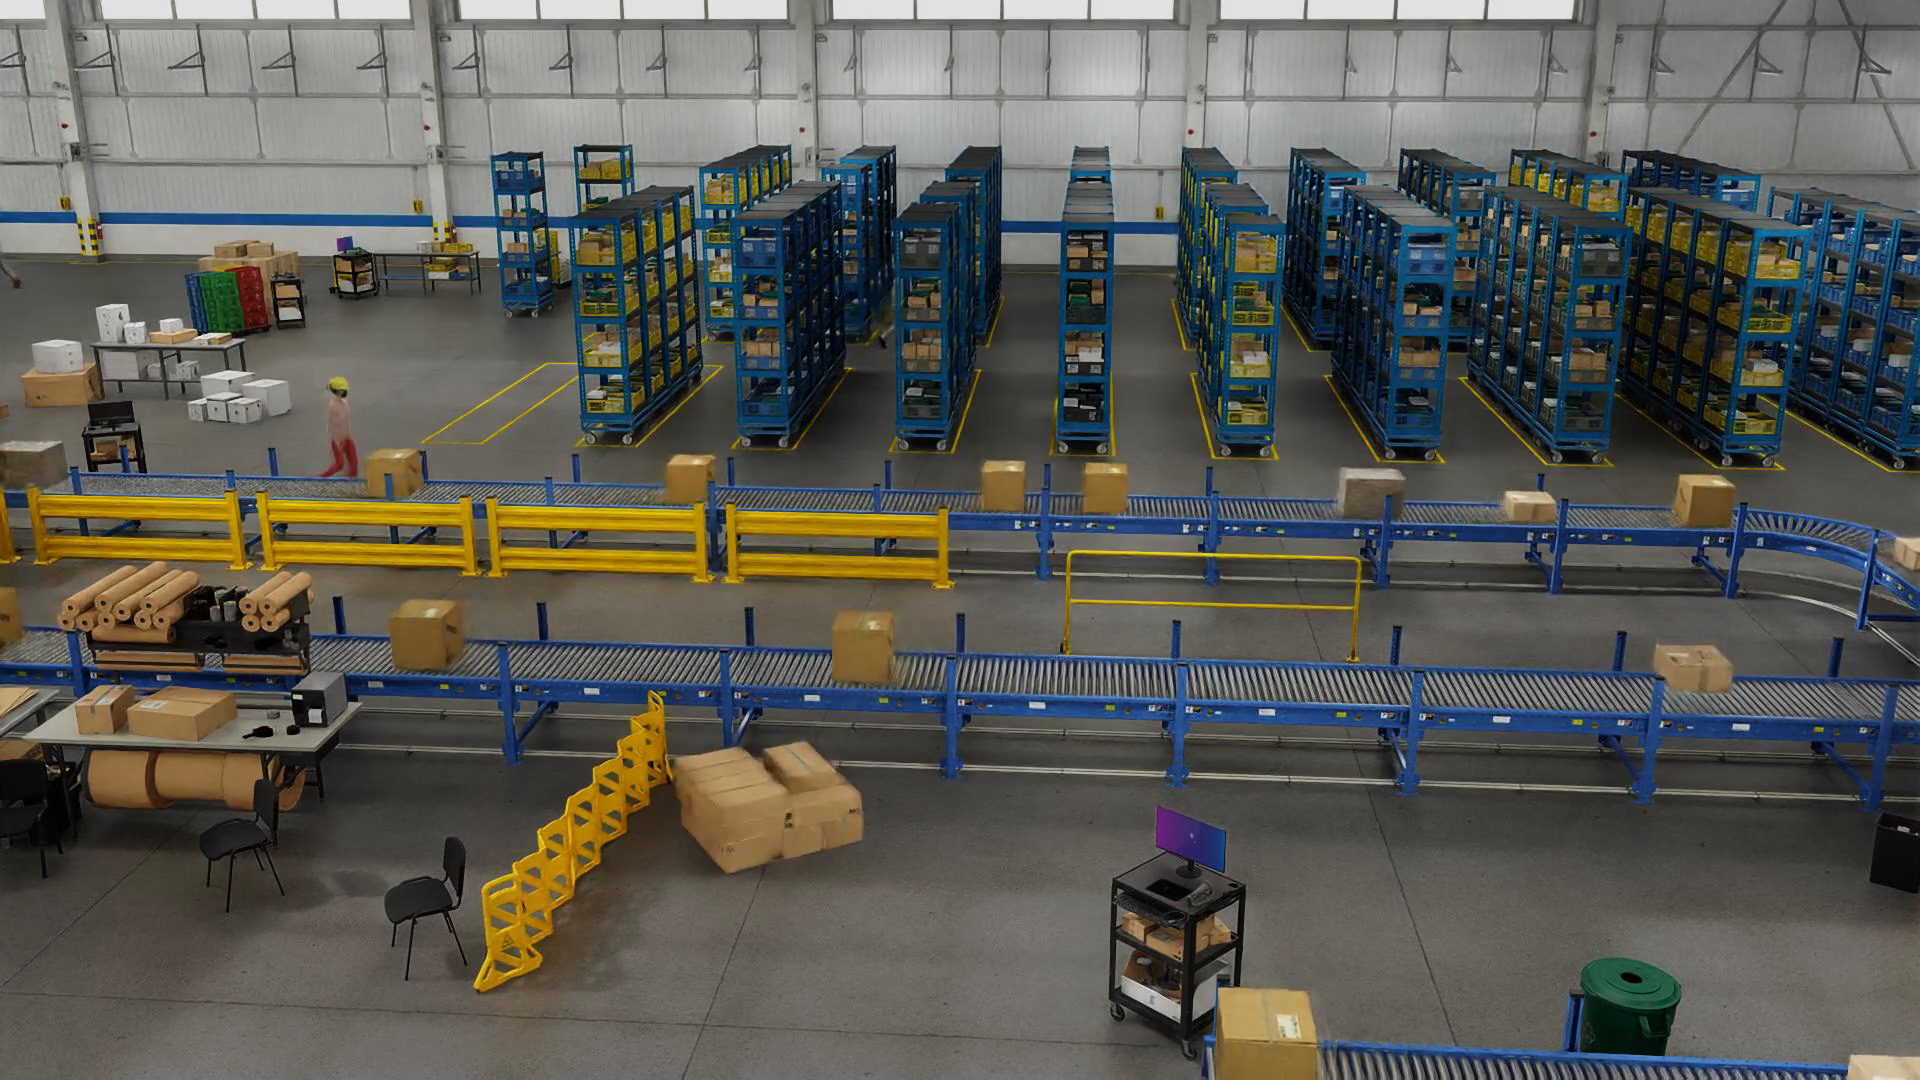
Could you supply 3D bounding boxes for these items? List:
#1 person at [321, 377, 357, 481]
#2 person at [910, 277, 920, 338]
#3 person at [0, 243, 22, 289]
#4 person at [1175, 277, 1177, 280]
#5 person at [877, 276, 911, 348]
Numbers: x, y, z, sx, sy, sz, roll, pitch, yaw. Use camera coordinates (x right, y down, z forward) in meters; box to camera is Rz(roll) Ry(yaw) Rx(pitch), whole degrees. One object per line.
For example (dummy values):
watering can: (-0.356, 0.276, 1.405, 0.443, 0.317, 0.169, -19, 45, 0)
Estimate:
person: (-8.685, -1.423, 23.209, 0.650, 1.746, 0.540, 3, 18, 9)
person: (-0.747, -4.310, 31.969, 0.375, 1.997, 0.610, 15, 23, 39)
person: (-23.806, -7.130, 41.065, 0.919, 1.916, 0.621, 1, 18, 4)
person: (5.838, -7.201, 41.434, 0.873, 1.806, 0.576, 1, 18, 5)
person: (-1.263, -4.740, 33.647, 0.771, 1.809, 0.600, 1, 18, 2)
